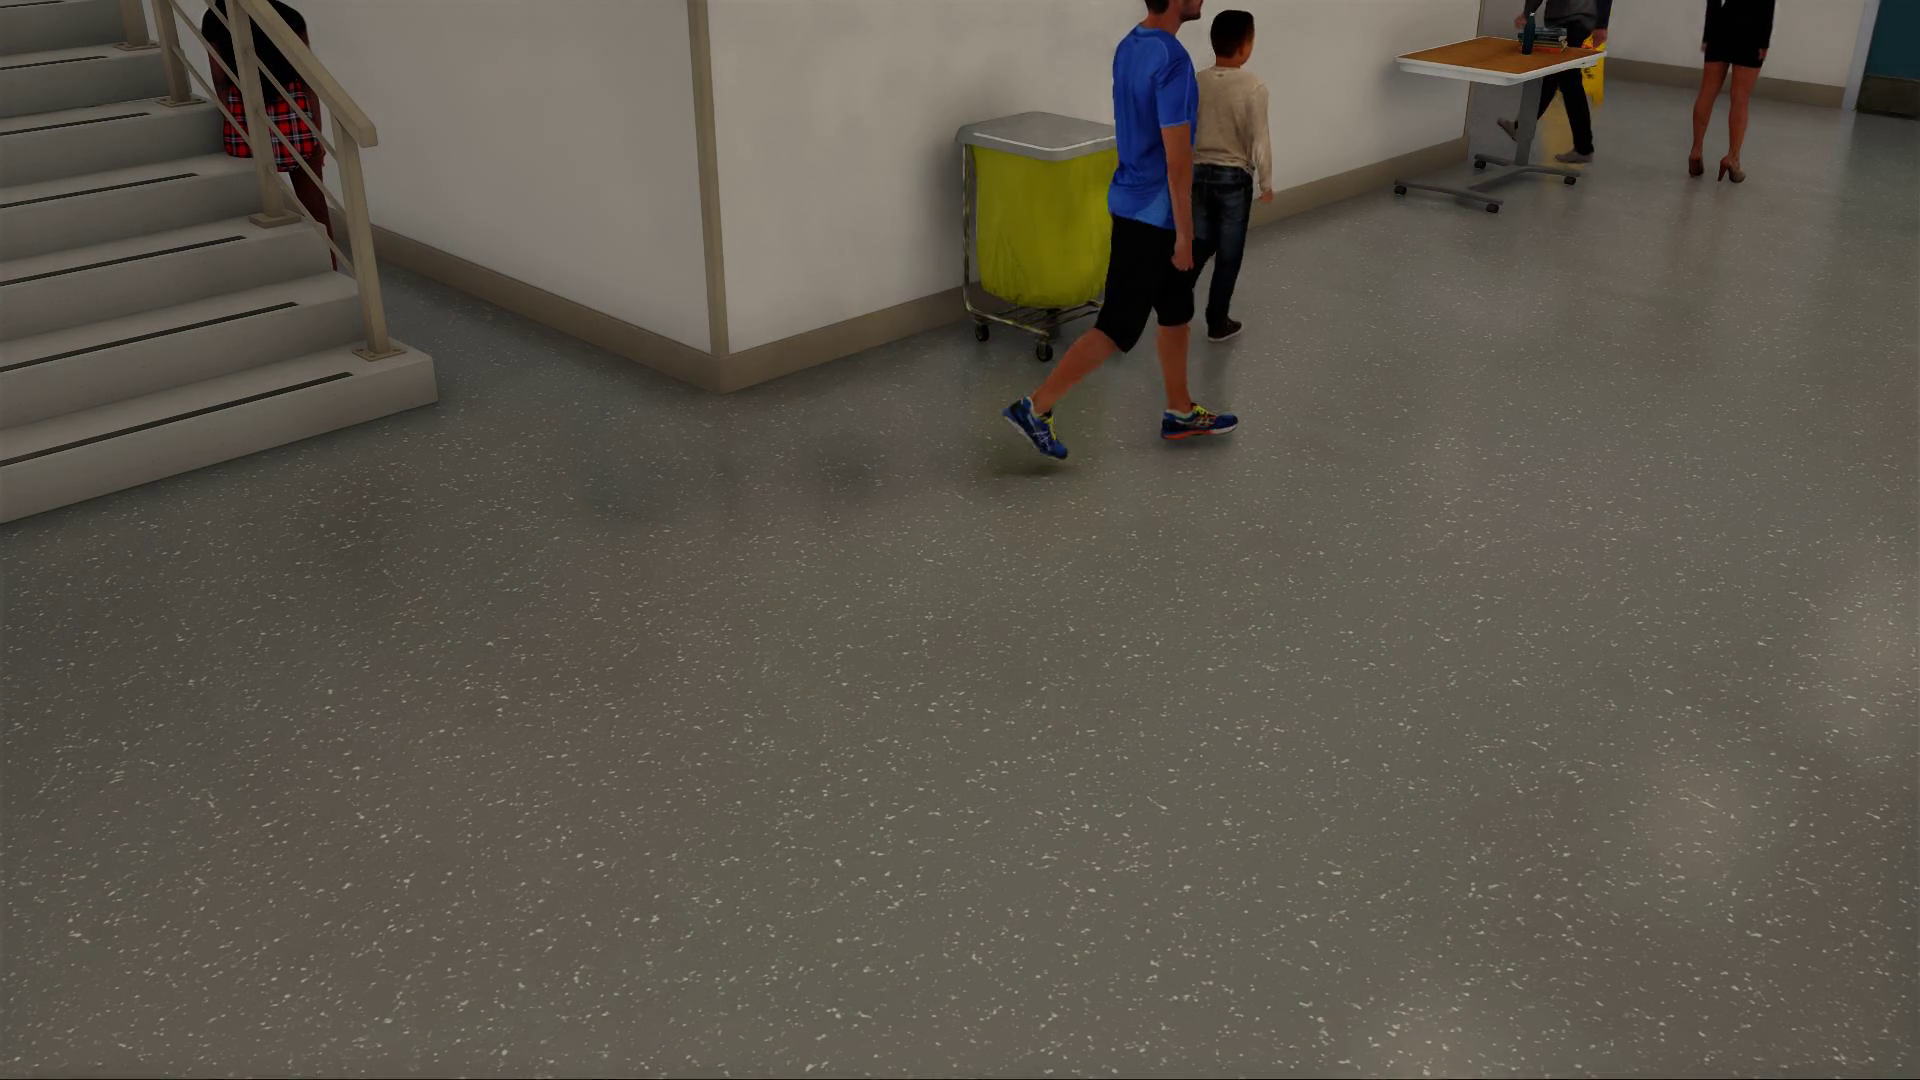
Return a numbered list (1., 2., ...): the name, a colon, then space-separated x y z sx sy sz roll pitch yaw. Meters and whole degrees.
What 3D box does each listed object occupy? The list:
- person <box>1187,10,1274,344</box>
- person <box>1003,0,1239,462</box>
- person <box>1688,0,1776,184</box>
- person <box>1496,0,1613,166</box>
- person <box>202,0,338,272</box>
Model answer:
1. person: 1.105 -1.541 7.264 0.638 1.450 0.649 18 31 33
2. person: 0.588 -1.146 6.002 1.099 1.834 1.229 -6 26 -13
3. person: 4.715 -3.015 10.101 0.656 1.640 0.549 -18 31 -32
4. person: 3.866 -3.185 10.377 0.879 1.707 1.228 -13 29 -25
5. person: -3.121 -1.840 7.563 0.708 1.729 0.738 -7 27 -15
